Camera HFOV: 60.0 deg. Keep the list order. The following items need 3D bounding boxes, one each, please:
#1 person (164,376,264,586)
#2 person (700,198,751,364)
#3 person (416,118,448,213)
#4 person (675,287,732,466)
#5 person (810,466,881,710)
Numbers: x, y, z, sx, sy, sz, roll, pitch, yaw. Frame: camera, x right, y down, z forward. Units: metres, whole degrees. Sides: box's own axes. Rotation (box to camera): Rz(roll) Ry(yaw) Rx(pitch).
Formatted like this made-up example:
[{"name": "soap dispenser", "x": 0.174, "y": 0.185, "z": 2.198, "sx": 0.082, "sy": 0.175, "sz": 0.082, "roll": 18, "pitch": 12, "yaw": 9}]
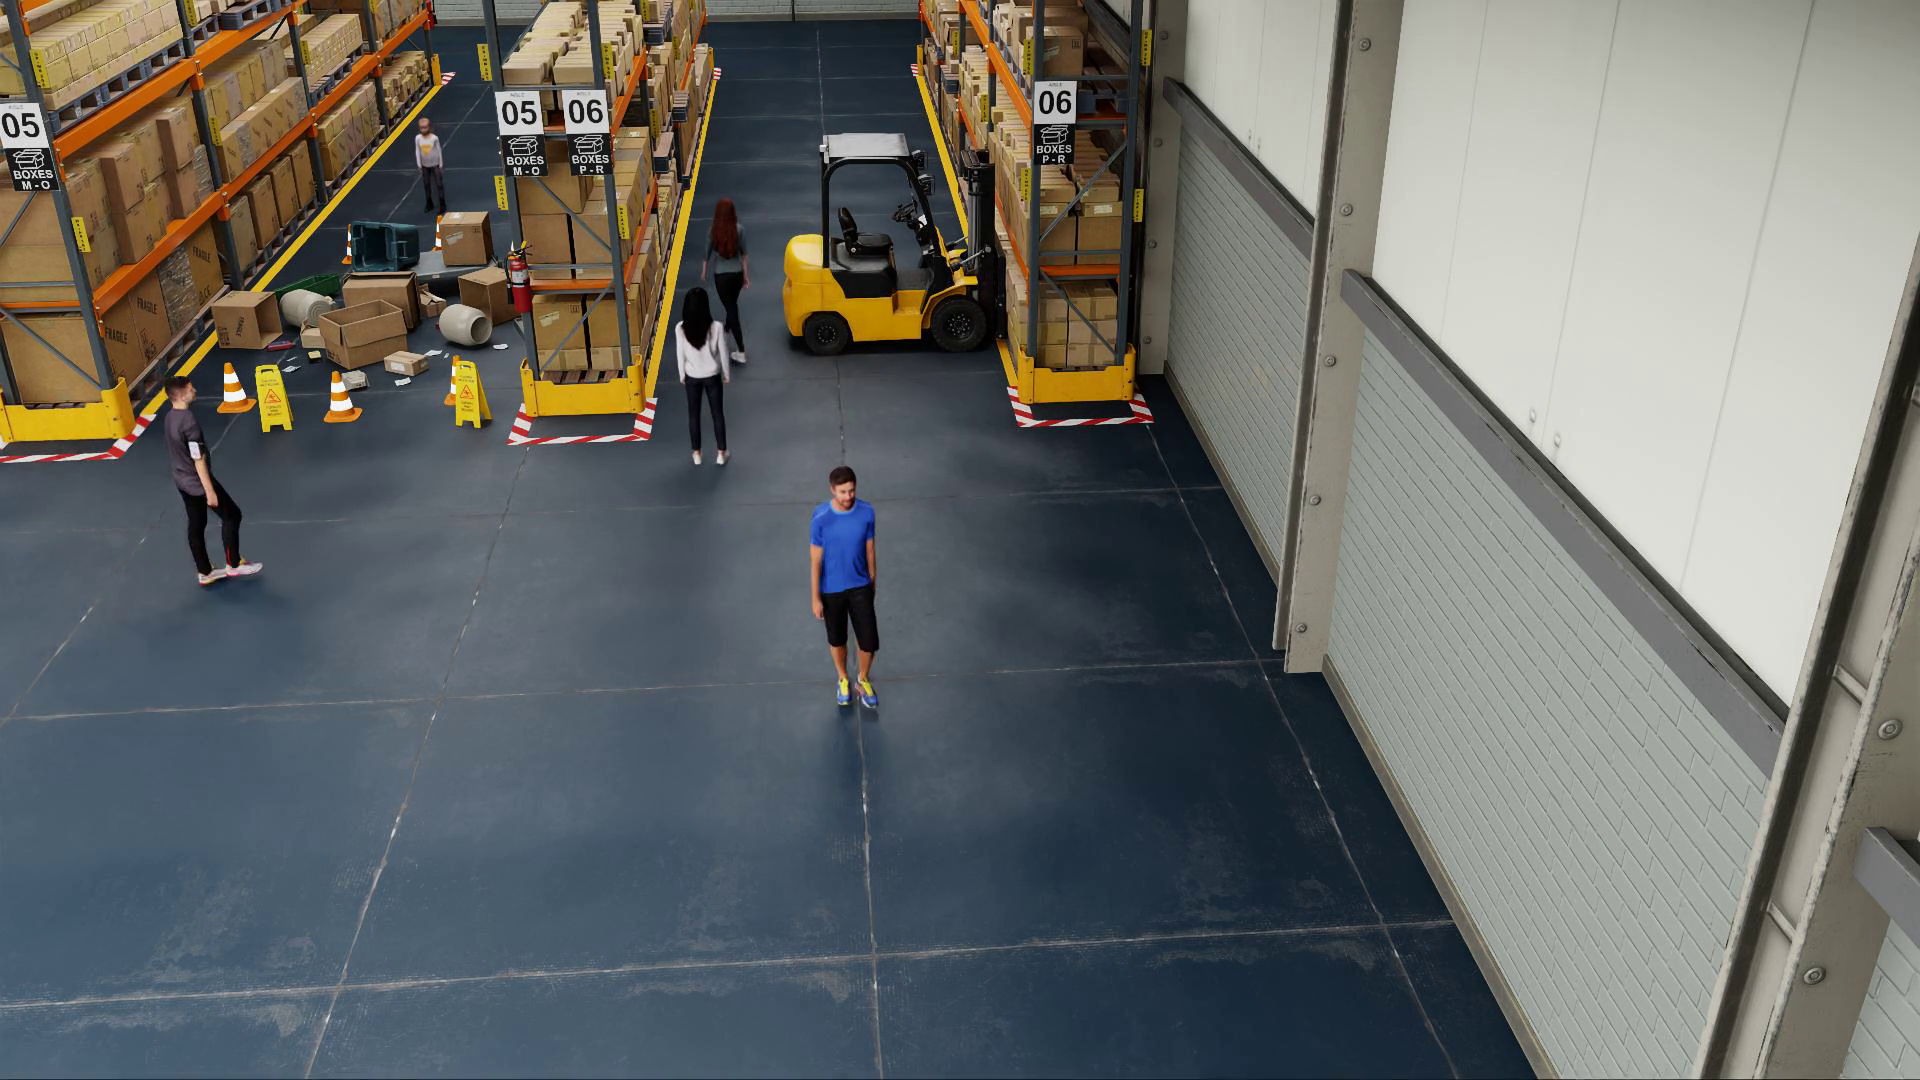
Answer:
[{"name": "person", "x": -6.081, "y": -0.427, "z": 13.102, "sx": 0.888, "sy": 1.754, "sz": 0.824, "roll": -24, "pitch": 36, "yaw": -38}, {"name": "person", "x": -2.411, "y": -2.699, "z": 17.579, "sx": 0.884, "sy": 1.695, "sz": 1.189, "roll": -14, "pitch": 30, "yaw": -25}, {"name": "person", "x": -7.251, "y": -5.148, "z": 22.789, "sx": 0.493, "sy": 1.278, "sz": 0.485, "roll": -1, "pitch": 27, "yaw": -3}, {"name": "person", "x": -2.360, "y": -1.506, "z": 15.256, "sx": 0.613, "sy": 1.700, "sz": 0.544, "roll": -2, "pitch": 27, "yaw": -3}, {"name": "person", "x": -0.817, "y": 0.286, "z": 11.611, "sx": 0.632, "sy": 1.851, "sz": 0.652, "roll": -4, "pitch": 28, "yaw": -8}]
